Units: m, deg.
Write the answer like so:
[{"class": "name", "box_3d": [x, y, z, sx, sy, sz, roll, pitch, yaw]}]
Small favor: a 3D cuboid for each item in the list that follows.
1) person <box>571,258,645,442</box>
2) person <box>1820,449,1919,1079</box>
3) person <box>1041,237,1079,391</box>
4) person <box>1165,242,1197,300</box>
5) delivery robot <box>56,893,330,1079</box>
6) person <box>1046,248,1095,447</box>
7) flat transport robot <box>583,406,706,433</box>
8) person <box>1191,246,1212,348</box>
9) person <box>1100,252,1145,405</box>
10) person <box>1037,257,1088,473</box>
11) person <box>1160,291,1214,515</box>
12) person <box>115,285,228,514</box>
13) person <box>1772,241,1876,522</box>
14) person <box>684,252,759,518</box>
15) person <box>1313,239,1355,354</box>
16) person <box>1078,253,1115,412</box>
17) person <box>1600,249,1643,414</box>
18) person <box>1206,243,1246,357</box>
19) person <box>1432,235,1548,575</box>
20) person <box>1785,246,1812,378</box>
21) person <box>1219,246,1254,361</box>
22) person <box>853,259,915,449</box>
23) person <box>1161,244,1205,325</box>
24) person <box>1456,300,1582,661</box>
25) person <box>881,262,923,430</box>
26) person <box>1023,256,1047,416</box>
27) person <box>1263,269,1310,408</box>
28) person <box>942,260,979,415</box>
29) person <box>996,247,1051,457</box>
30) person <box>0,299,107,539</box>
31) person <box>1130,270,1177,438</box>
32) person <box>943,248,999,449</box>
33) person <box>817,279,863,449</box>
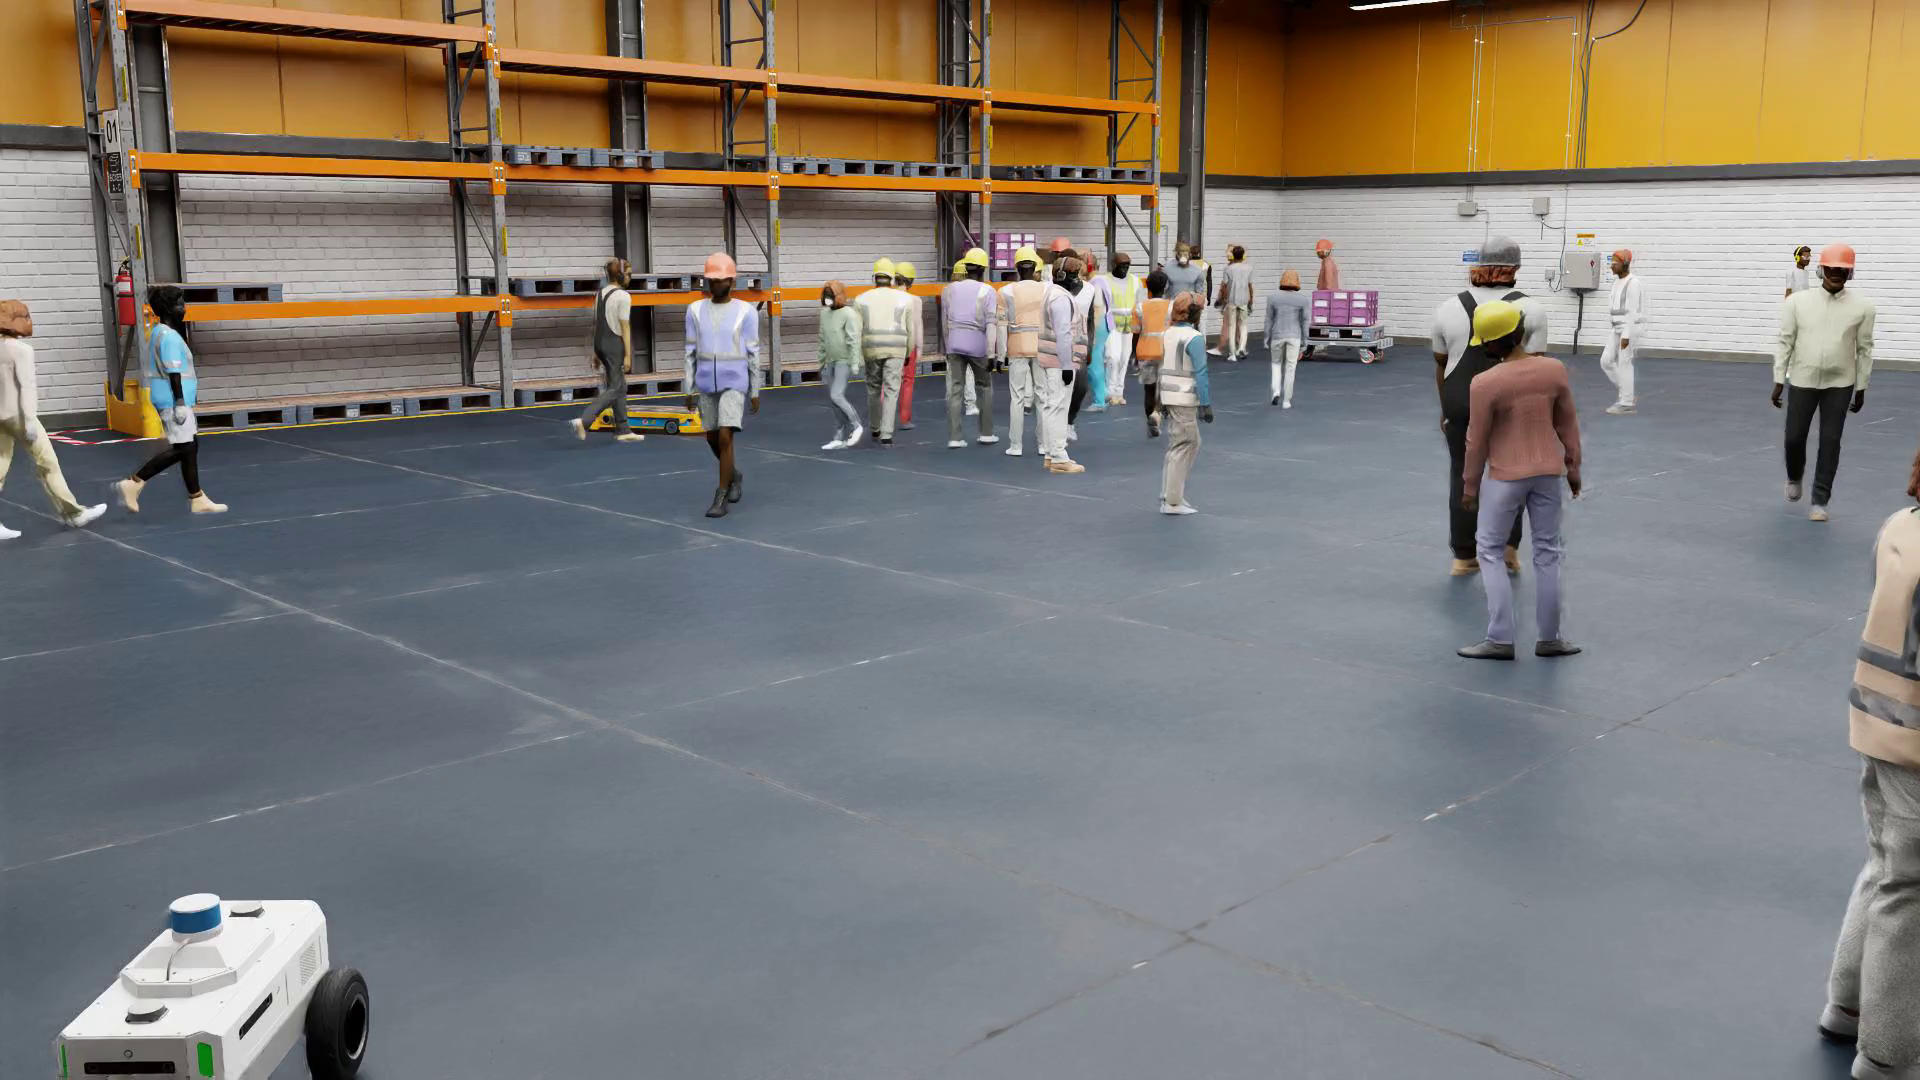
[{"class": "person", "box_3d": [-3.417, -1.801, 16.013, 0.799, 1.812, 0.547, -10, 14, -42]}, {"class": "person", "box_3d": [2.253, 0.508, 3.885, 0.324, 1.631, 0.534, 1, 10, 8]}, {"class": "person", "box_3d": [1.269, -2.982, 21.945, 0.616, 2.009, 1.036, -4, 11, -22]}, {"class": "person", "box_3d": [3.500, -3.735, 26.234, 0.603, 1.925, 0.651, -10, 14, -44]}, {"class": "delivery robot", "box_3d": [-1.686, 1.034, 3.707, 0.477, 0.478, 0.707, 0, 10, -1]}, {"class": "person", "box_3d": [1.019, -1.840, 15.973, 0.599, 1.905, 0.434, -3, 11, -16]}, {"class": "flat transport robot", "box_3d": [-3.148, -1.263, 17.261, 1.431, 0.197, 0.652, 3, 11, 16]}, {"class": "person", "box_3d": [4.190, -4.328, 29.711, 0.619, 1.837, 0.430, 2, 11, 9]}, {"class": "person", "box_3d": [1.918, -2.503, 19.798, 0.621, 1.812, 0.591, -3, 11, -18]}, {"class": "person", "box_3d": [0.881, -1.498, 14.269, 0.430, 1.840, 0.623, -1, 10, -4]}, {"class": "person", "box_3d": [1.651, -0.979, 12.037, 0.425, 1.625, 0.519, -3, 11, -16]}, {"class": "person", "box_3d": [-5.679, -0.982, 11.875, 0.677, 1.675, 0.542, -6, 12, -31]}, {"class": "person", "box_3d": [6.178, -1.140, 11.925, 0.632, 1.979, 0.611, 5, 11, 24]}, {"class": "person", "box_3d": [-1.729, -1.155, 12.219, 0.552, 1.909, 0.864, 2, 11, 10]}, {"class": "person", "box_3d": [6.311, -4.087, 28.073, 0.778, 1.969, 0.616, 2, 11, 10]}, {"class": "person", "box_3d": [1.545, -2.363, 19.019, 0.431, 1.823, 0.611, -2, 11, -9]}, {"class": "person", "box_3d": [7.508, -2.353, 18.834, 0.402, 1.867, 0.605, 0, 10, -2]}, {"class": "person", "box_3d": [4.448, -3.992, 27.778, 0.879, 1.875, 0.654, -2, 11, -10]}, {"class": "person", "box_3d": [3.157, -0.801, 9.912, 0.688, 2.000, 0.537, 7, 12, 33]}, {"class": "person", "box_3d": [11.910, -3.240, 23.682, 0.532, 1.868, 0.310, -8, 13, -36]}, {"class": "person", "box_3d": [4.451, -3.802, 26.812, 0.536, 1.848, 0.389, 0, 10, 0]}, {"class": "person", "box_3d": [-0.728, -1.805, 16.067, 0.587, 1.784, 0.882, 1, 10, 5]}, {"class": "person", "box_3d": [3.171, -3.280, 23.830, 0.641, 1.911, 0.943, 2, 11, 12]}, {"class": "person", "box_3d": [2.723, -0.282, 7.967, 0.666, 1.718, 0.329, -2, 11, -11]}, {"class": "person", "box_3d": [-0.637, -1.987, 17.158, 0.533, 1.747, 0.513, 5, 12, 25]}, {"class": "person", "box_3d": [0.874, -2.340, 18.963, 0.600, 1.807, 0.788, 2, 11, 12]}, {"class": "person", "box_3d": [3.828, -2.350, 19.487, 0.530, 1.620, 0.340, 3, 11, 18]}, {"class": "person", "box_3d": [0.029, -2.286, 18.823, 0.486, 1.744, 0.294, 6, 12, 28]}, {"class": "person", "box_3d": [0.613, -1.716, 15.240, 0.584, 1.917, 0.384, -1, 10, -6]}, {"class": "person", "box_3d": [-6.273, -0.819, 11.213, 0.523, 1.585, 0.825, 6, 12, 29]}, {"class": "person", "box_3d": [1.934, -1.824, 16.454, 0.542, 1.682, 0.629, 4, 11, 22]}, {"class": "person", "box_3d": [0.123, -1.831, 15.929, 0.612, 1.897, 0.768, 5, 11, 24]}, {"class": "person", "box_3d": [-1.142, -1.636, 15.606, 0.370, 1.615, 0.581, -9, 14, -40]}]
